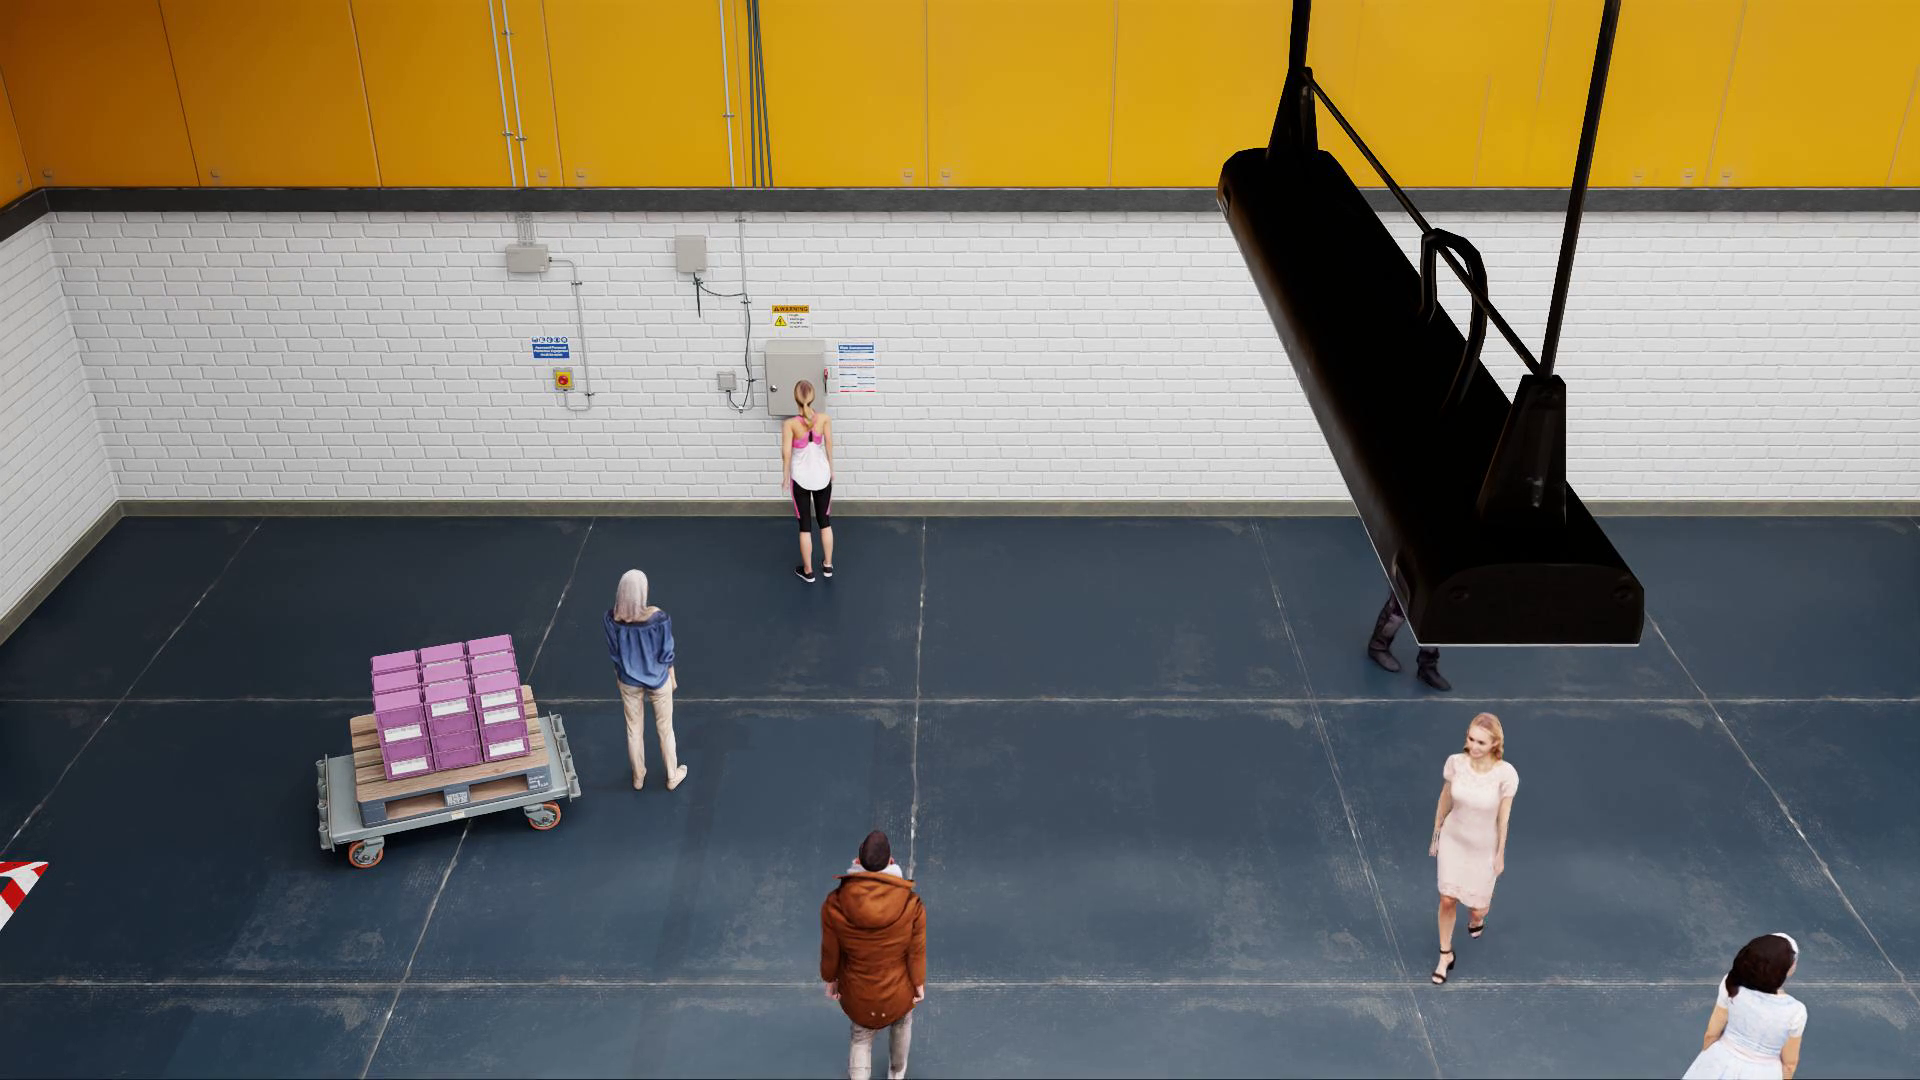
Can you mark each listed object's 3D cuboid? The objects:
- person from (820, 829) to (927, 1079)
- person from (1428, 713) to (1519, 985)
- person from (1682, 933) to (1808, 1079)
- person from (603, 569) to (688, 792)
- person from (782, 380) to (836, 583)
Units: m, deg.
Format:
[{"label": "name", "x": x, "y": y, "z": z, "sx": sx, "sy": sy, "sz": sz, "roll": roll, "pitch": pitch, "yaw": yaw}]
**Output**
[{"label": "person", "x": -0.428, "y": 2.338, "z": 8.561, "sx": 0.690, "sy": 1.811, "sz": 1.039, "roll": 0, "pitch": 29, "yaw": 0}, {"label": "person", "x": 2.982, "y": 1.751, "z": 9.630, "sx": 0.817, "sy": 1.817, "sz": 0.910, "roll": 18, "pitch": 33, "yaw": 30}, {"label": "person", "x": 3.755, "y": 2.637, "z": 8.010, "sx": 0.856, "sy": 1.814, "sz": 0.908, "roll": 21, "pitch": 35, "yaw": 34}, {"label": "person", "x": -2.128, "y": 0.948, "z": 11.228, "sx": 0.606, "sy": 1.698, "sz": 0.557, "roll": 1, "pitch": 29, "yaw": 2}, {"label": "person", "x": -1.237, "y": -0.487, "z": 13.766, "sx": 0.677, "sy": 1.787, "sz": 0.655, "roll": -12, "pitch": 31, "yaw": -20}]
